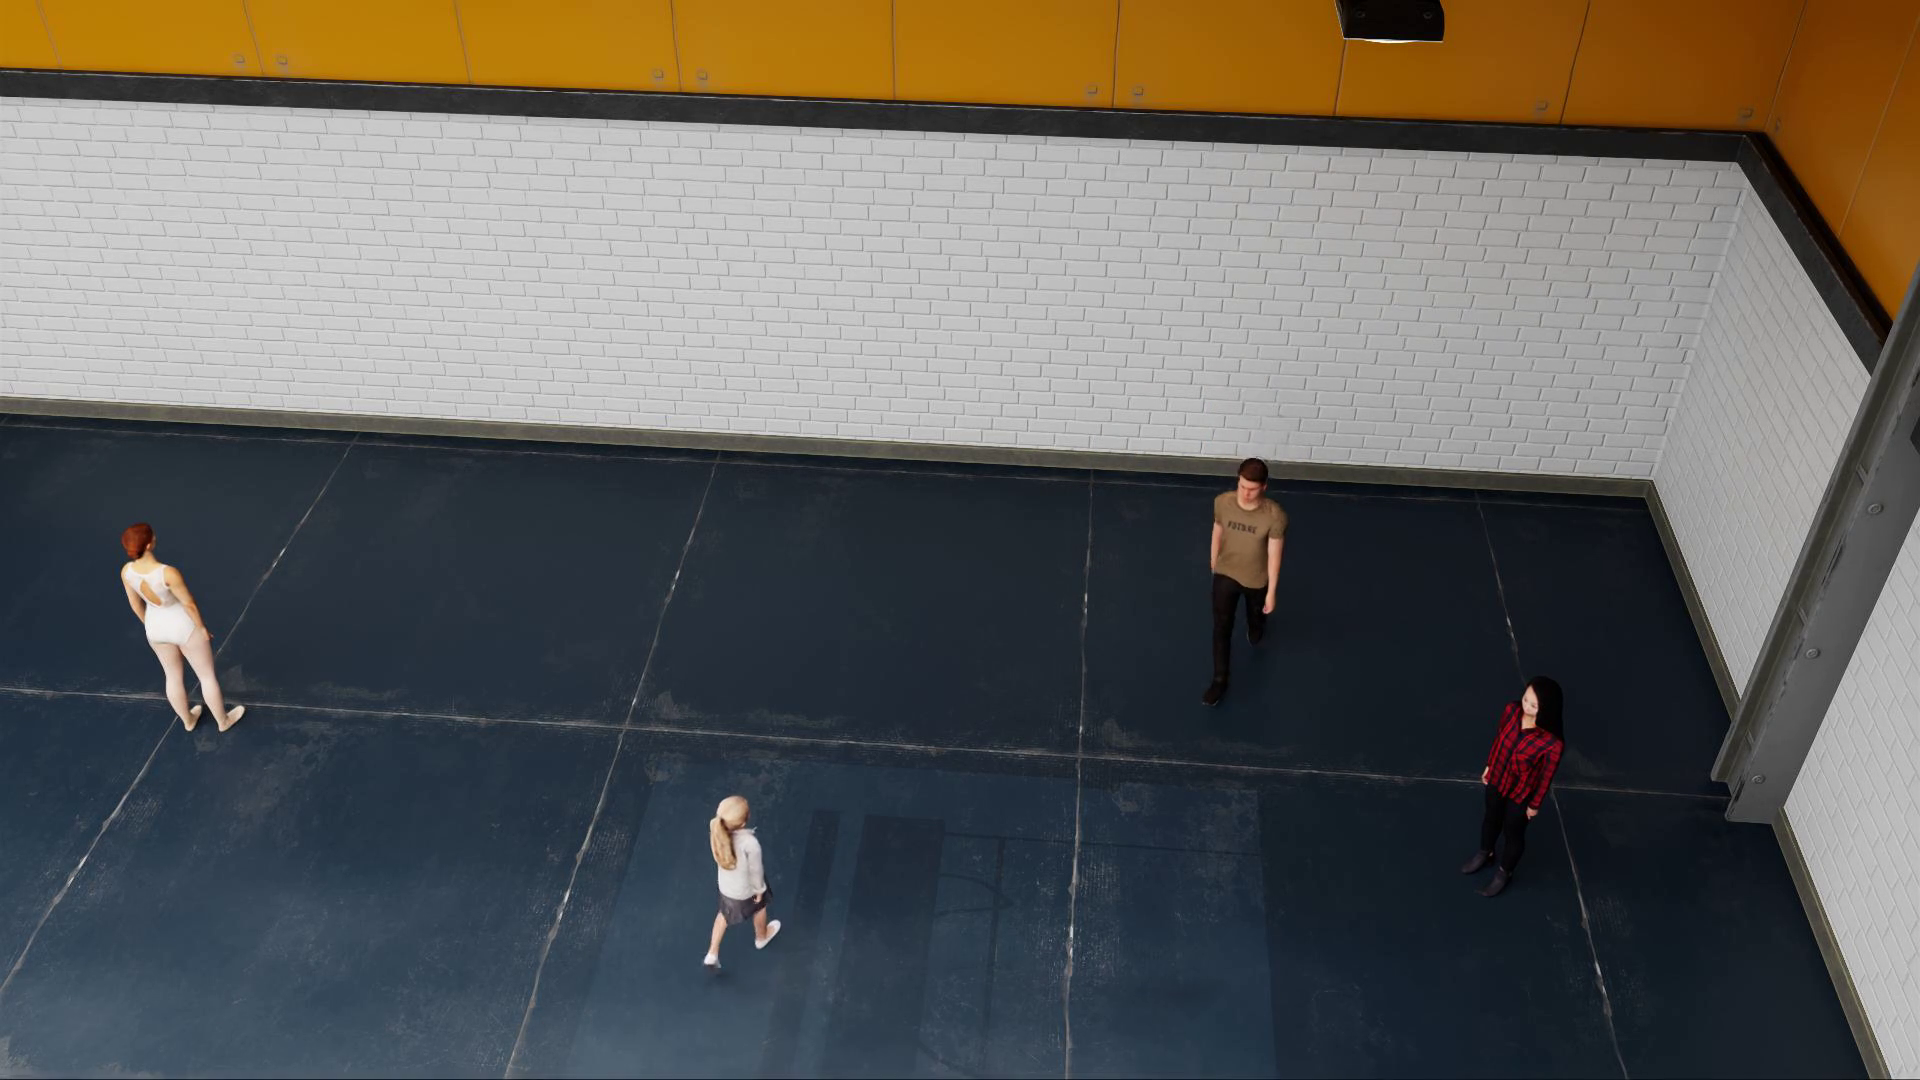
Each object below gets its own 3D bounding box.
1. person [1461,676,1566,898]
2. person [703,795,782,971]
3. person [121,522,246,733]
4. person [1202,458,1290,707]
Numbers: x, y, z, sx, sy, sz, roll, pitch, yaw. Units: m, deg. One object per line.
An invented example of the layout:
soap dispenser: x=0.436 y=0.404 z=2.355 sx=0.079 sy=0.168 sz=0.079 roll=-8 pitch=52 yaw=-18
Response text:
person: x=3.182 y=1.378 z=9.489 sx=0.718 sy=1.652 sz=0.621 roll=-19 pitch=42 yaw=-22
person: x=-1.251 y=1.895 z=9.154 sx=0.692 sy=1.262 sz=0.853 roll=20 pitch=43 yaw=24
person: x=-4.975 y=0.565 z=10.513 sx=0.550 sy=1.643 sz=0.452 roll=3 pitch=39 yaw=4
person: x=1.888 y=0.189 z=10.833 sx=0.938 sy=1.832 sz=1.230 roll=17 pitch=42 yaw=20
